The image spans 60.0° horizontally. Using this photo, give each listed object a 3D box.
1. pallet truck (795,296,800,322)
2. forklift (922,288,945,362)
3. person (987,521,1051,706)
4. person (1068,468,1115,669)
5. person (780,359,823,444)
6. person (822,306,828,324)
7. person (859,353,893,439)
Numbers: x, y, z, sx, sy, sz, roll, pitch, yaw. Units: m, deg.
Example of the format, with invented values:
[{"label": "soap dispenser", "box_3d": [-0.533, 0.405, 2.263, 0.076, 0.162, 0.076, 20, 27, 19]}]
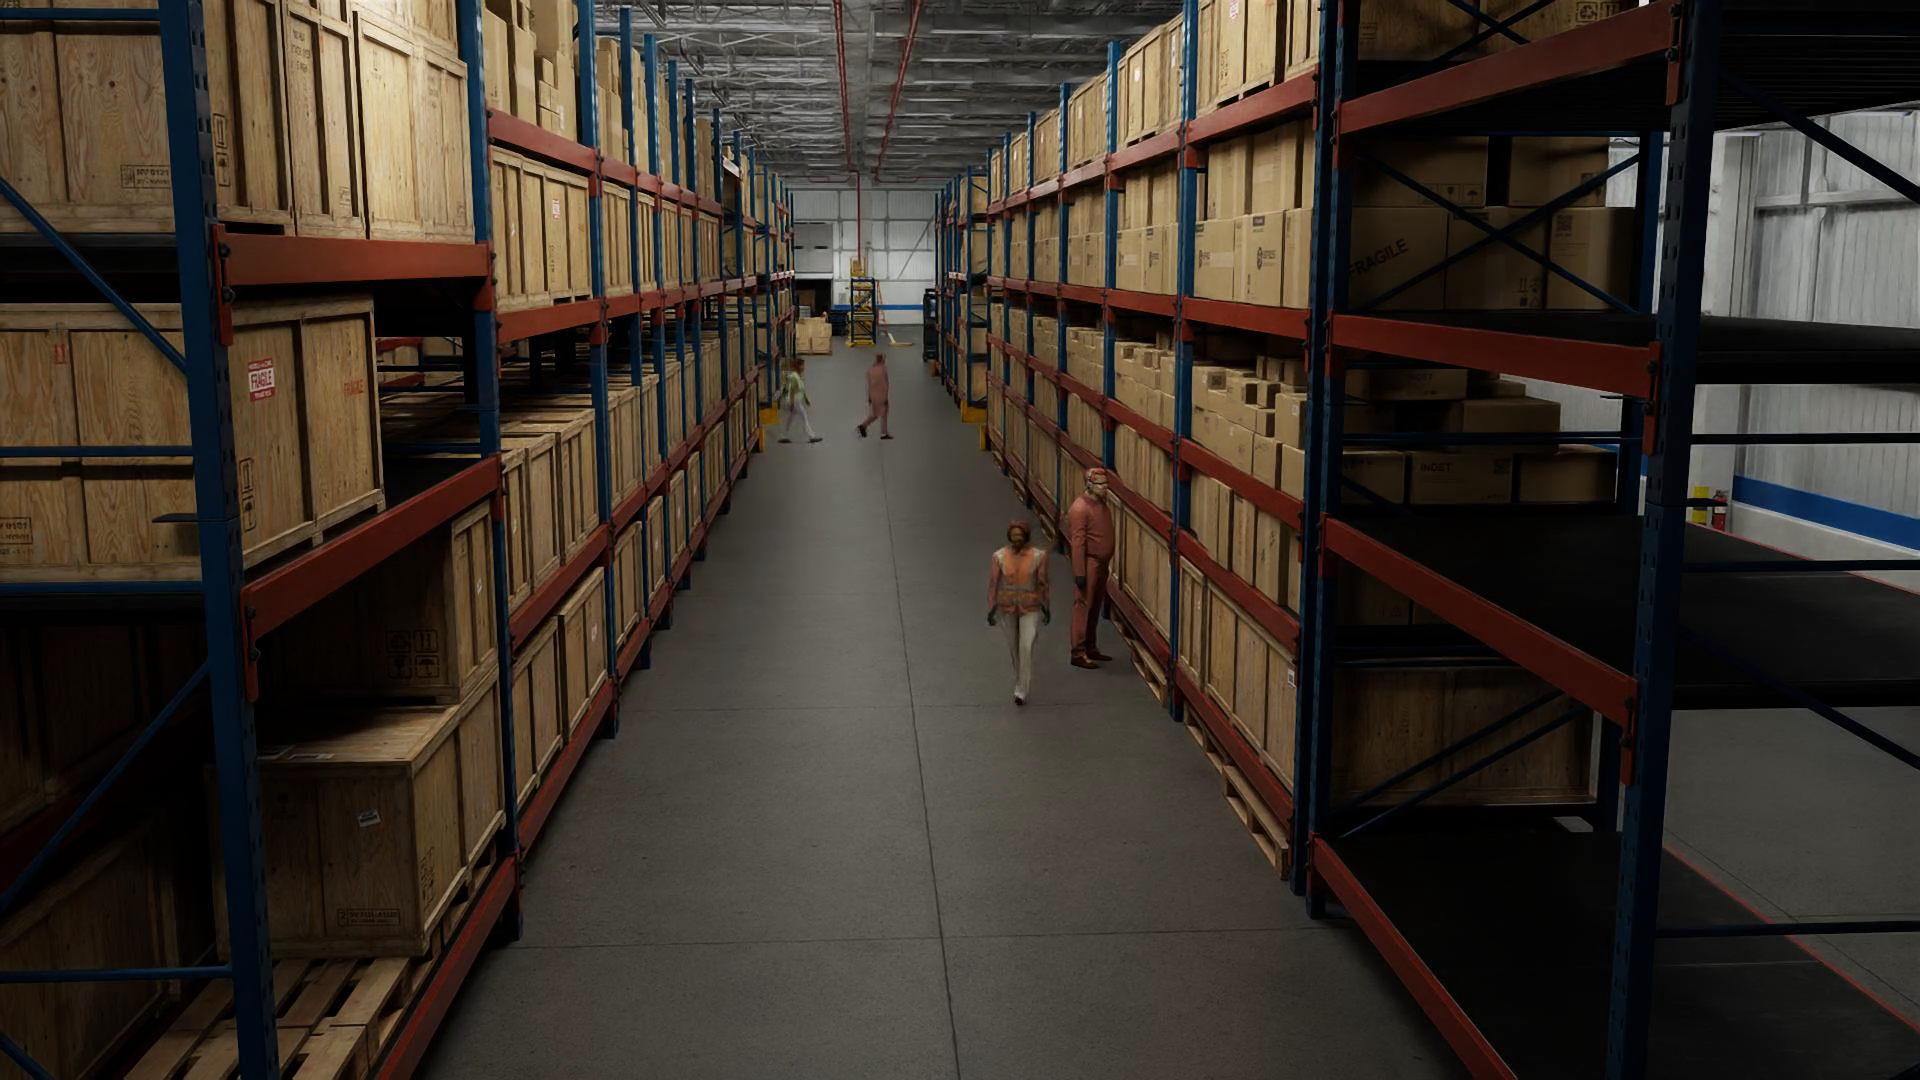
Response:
[{"label": "pallet truck", "box_3d": [-8.622, -12.439, 91.403, 1.885, 1.965, 0.823, 2, 10, 13]}, {"label": "forklift", "box_3d": [-0.873, -8.292, 63.999, 1.129, 2.768, 1.873, -1, 10, -3]}, {"label": "person", "box_3d": [0.500, 0.634, 14.478, 0.542, 1.591, 0.864, 2, 10, 14]}, {"label": "person", "box_3d": [1.276, 0.256, 15.844, 0.401, 1.906, 0.649, 5, 11, 27]}, {"label": "person", "box_3d": [-3.397, -2.924, 35.168, 0.959, 1.792, 0.594, 0, 10, 3]}, {"label": "person", "box_3d": [-6.596, -10.561, 81.138, 0.334, 1.686, 0.533, -3, 10, -19]}, {"label": "person", "box_3d": [-1.799, -3.099, 35.968, 0.656, 1.882, 0.643, -6, 11, -34]}]
